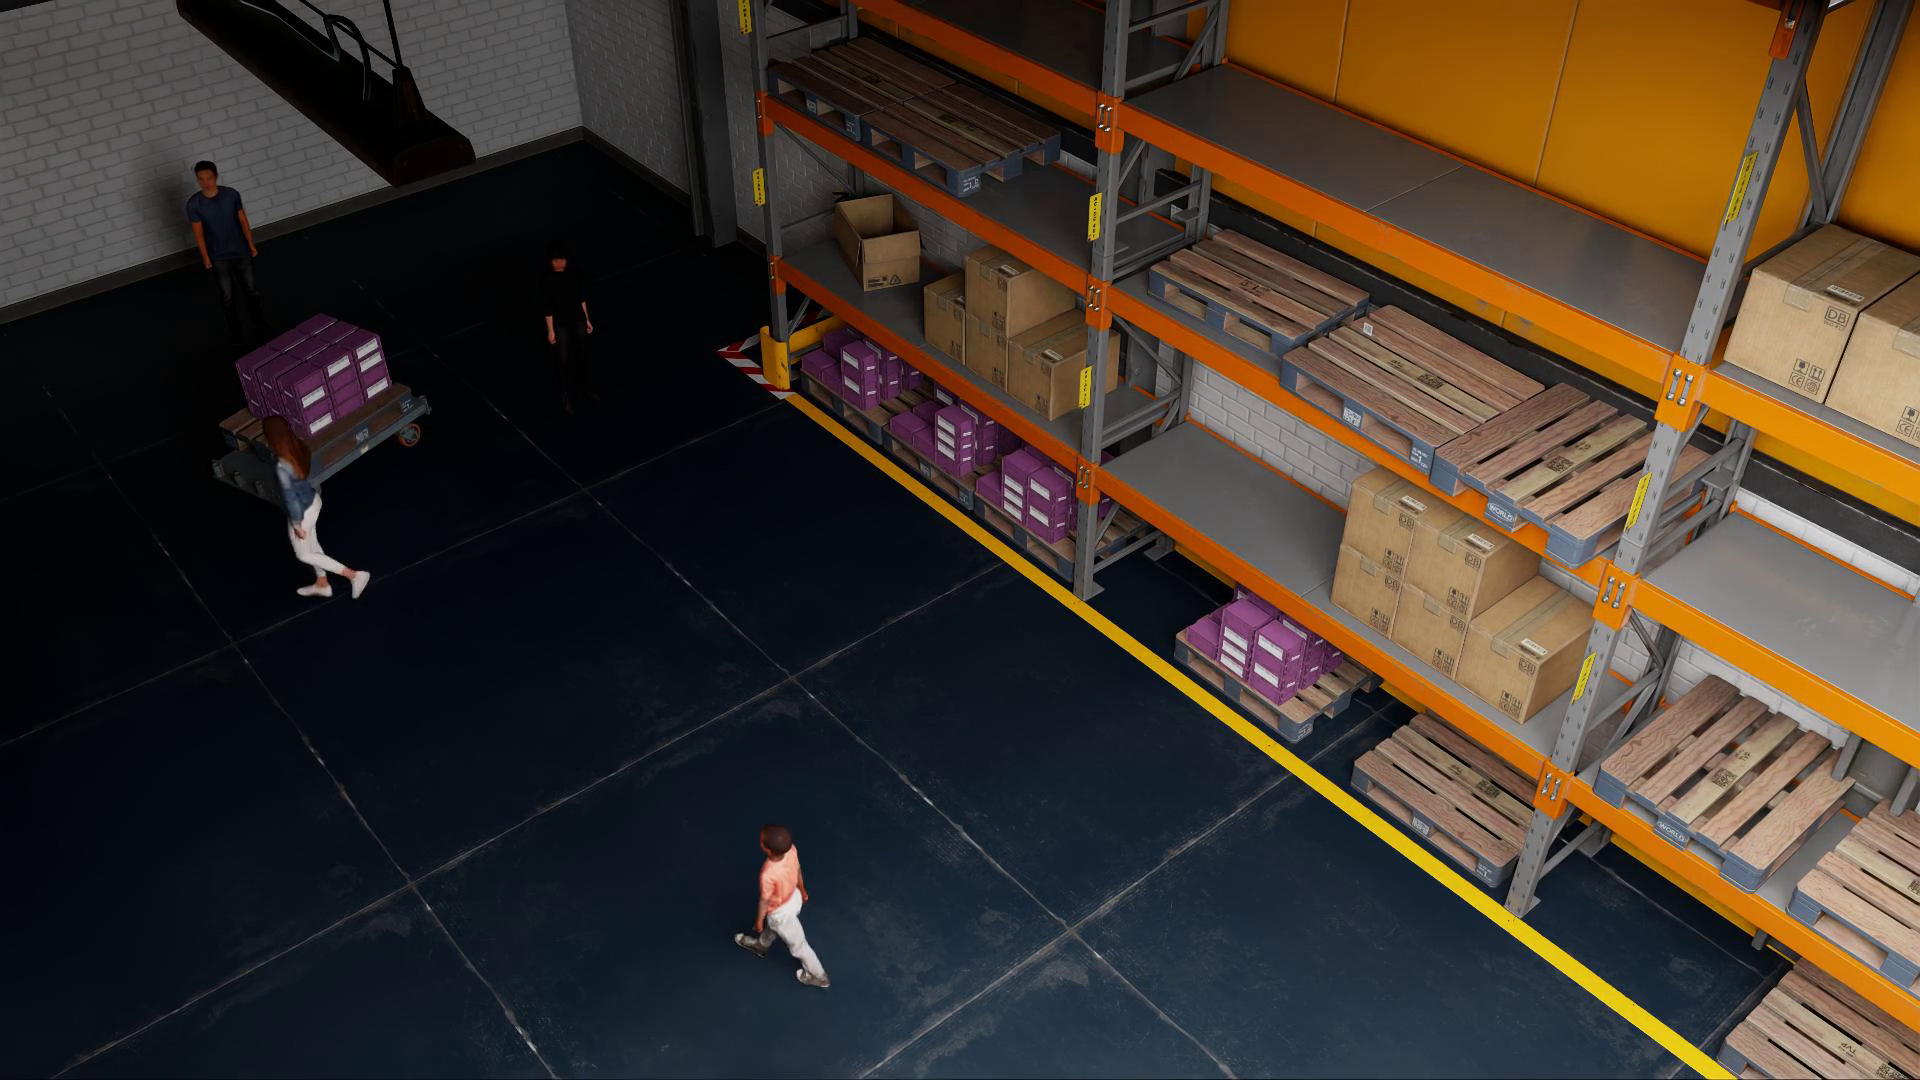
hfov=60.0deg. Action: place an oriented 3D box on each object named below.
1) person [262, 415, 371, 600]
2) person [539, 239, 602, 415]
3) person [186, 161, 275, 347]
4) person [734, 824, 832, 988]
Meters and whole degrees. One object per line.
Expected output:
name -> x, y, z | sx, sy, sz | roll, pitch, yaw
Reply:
person -> -4.815, -0.212, 12.387 | 0.965, 1.687, 0.930 | 0, 39, 0
person -> -3.437, -1.902, 14.541 | 0.567, 1.639, 0.500 | -26, 45, -29
person -> -6.777, -2.683, 15.385 | 0.641, 1.807, 0.530 | -26, 45, -29
person -> -0.982, 2.164, 9.739 | 0.969, 1.279, 0.747 | 16, 41, 20
